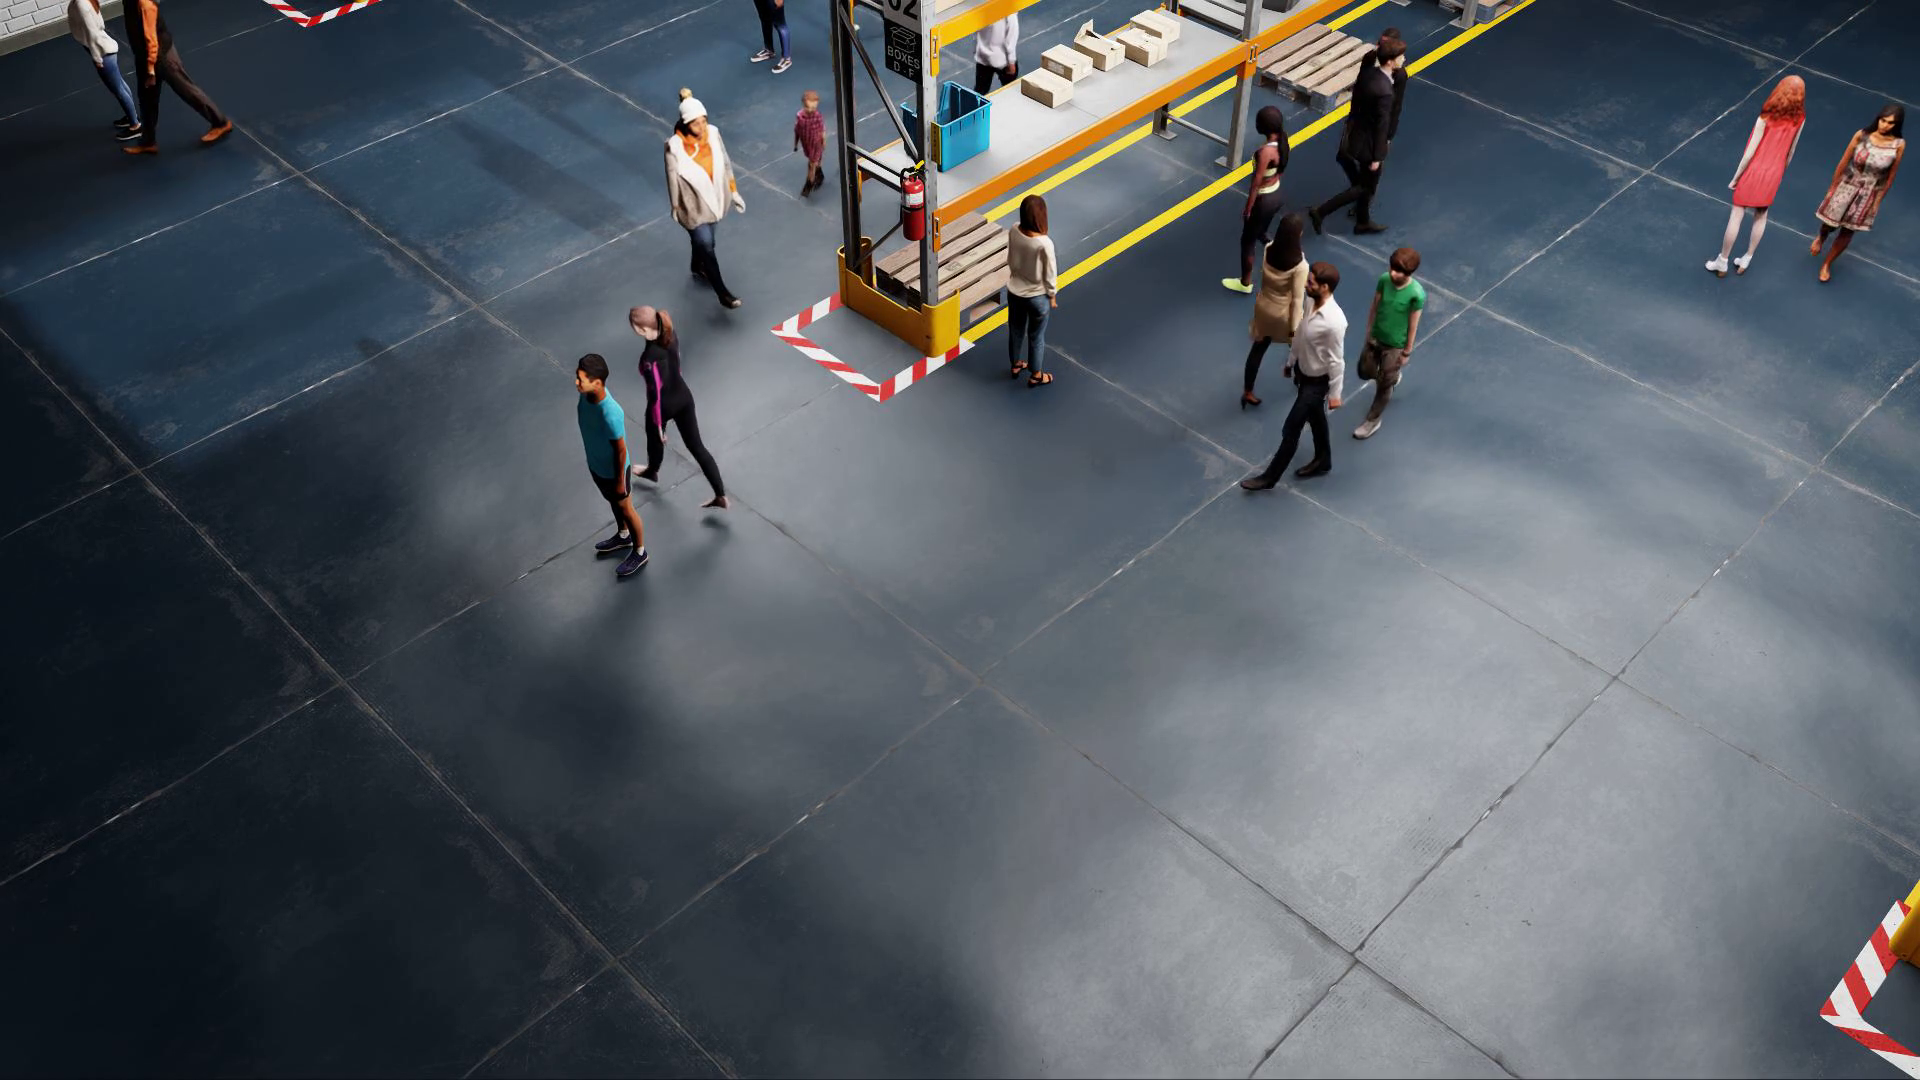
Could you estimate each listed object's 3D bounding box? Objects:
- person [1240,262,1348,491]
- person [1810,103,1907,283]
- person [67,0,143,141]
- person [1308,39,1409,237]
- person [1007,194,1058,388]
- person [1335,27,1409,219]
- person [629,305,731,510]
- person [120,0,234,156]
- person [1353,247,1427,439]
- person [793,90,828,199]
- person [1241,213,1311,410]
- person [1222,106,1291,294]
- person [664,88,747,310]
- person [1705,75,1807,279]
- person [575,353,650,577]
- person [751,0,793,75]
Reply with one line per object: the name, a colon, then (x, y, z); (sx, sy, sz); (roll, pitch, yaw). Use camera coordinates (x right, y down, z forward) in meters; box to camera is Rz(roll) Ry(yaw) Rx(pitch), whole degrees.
person: (2.624, -1.177, 11.920); (1.146, 1.838, 0.996); (-12, 45, -12)
person: (7.542, -2.957, 13.938); (0.752, 1.633, 0.868); (20, 47, 20)
person: (-8.061, -4.594, 15.613); (0.681, 1.692, 0.695); (-15, 46, -16)
person: (3.429, -3.390, 14.218); (1.160, 1.874, 1.063); (-4, 44, -5)
person: (0.538, -1.919, 12.812); (0.606, 1.683, 0.523); (34, 53, 30)
person: (3.660, -3.669, 14.570); (0.675, 1.791, 0.748); (-27, 50, -26)
person: (-1.962, -0.891, 11.724); (0.798, 1.695, 1.133); (24, 49, 23)
person: (-7.292, -4.458, 15.349); (1.225, 1.860, 0.696); (-34, 53, -30)
person: (3.262, -1.521, 12.426); (0.813, 1.640, 0.577); (-32, 52, -29)
person: (-1.333, -3.655, 15.129); (0.628, 0.999, 0.789); (13, 45, 14)
person: (2.335, -1.673, 12.577); (0.980, 1.652, 0.745); (-26, 50, -25)
person: (2.573, -2.716, 13.613); (0.720, 1.732, 0.830); (26, 50, 25)
person: (-2.188, -2.866, 13.683); (0.775, 1.852, 1.010); (32, 52, 29)
person: (6.665, -3.017, 13.861); (0.652, 1.826, 0.733); (-5, 44, -5)
person: (-2.374, -0.529, 11.286); (0.570, 1.776, 0.654); (-26, 49, -24)
person: (-1.903, -5.559, 16.611); (0.587, 1.714, 0.631); (-33, 53, -30)
